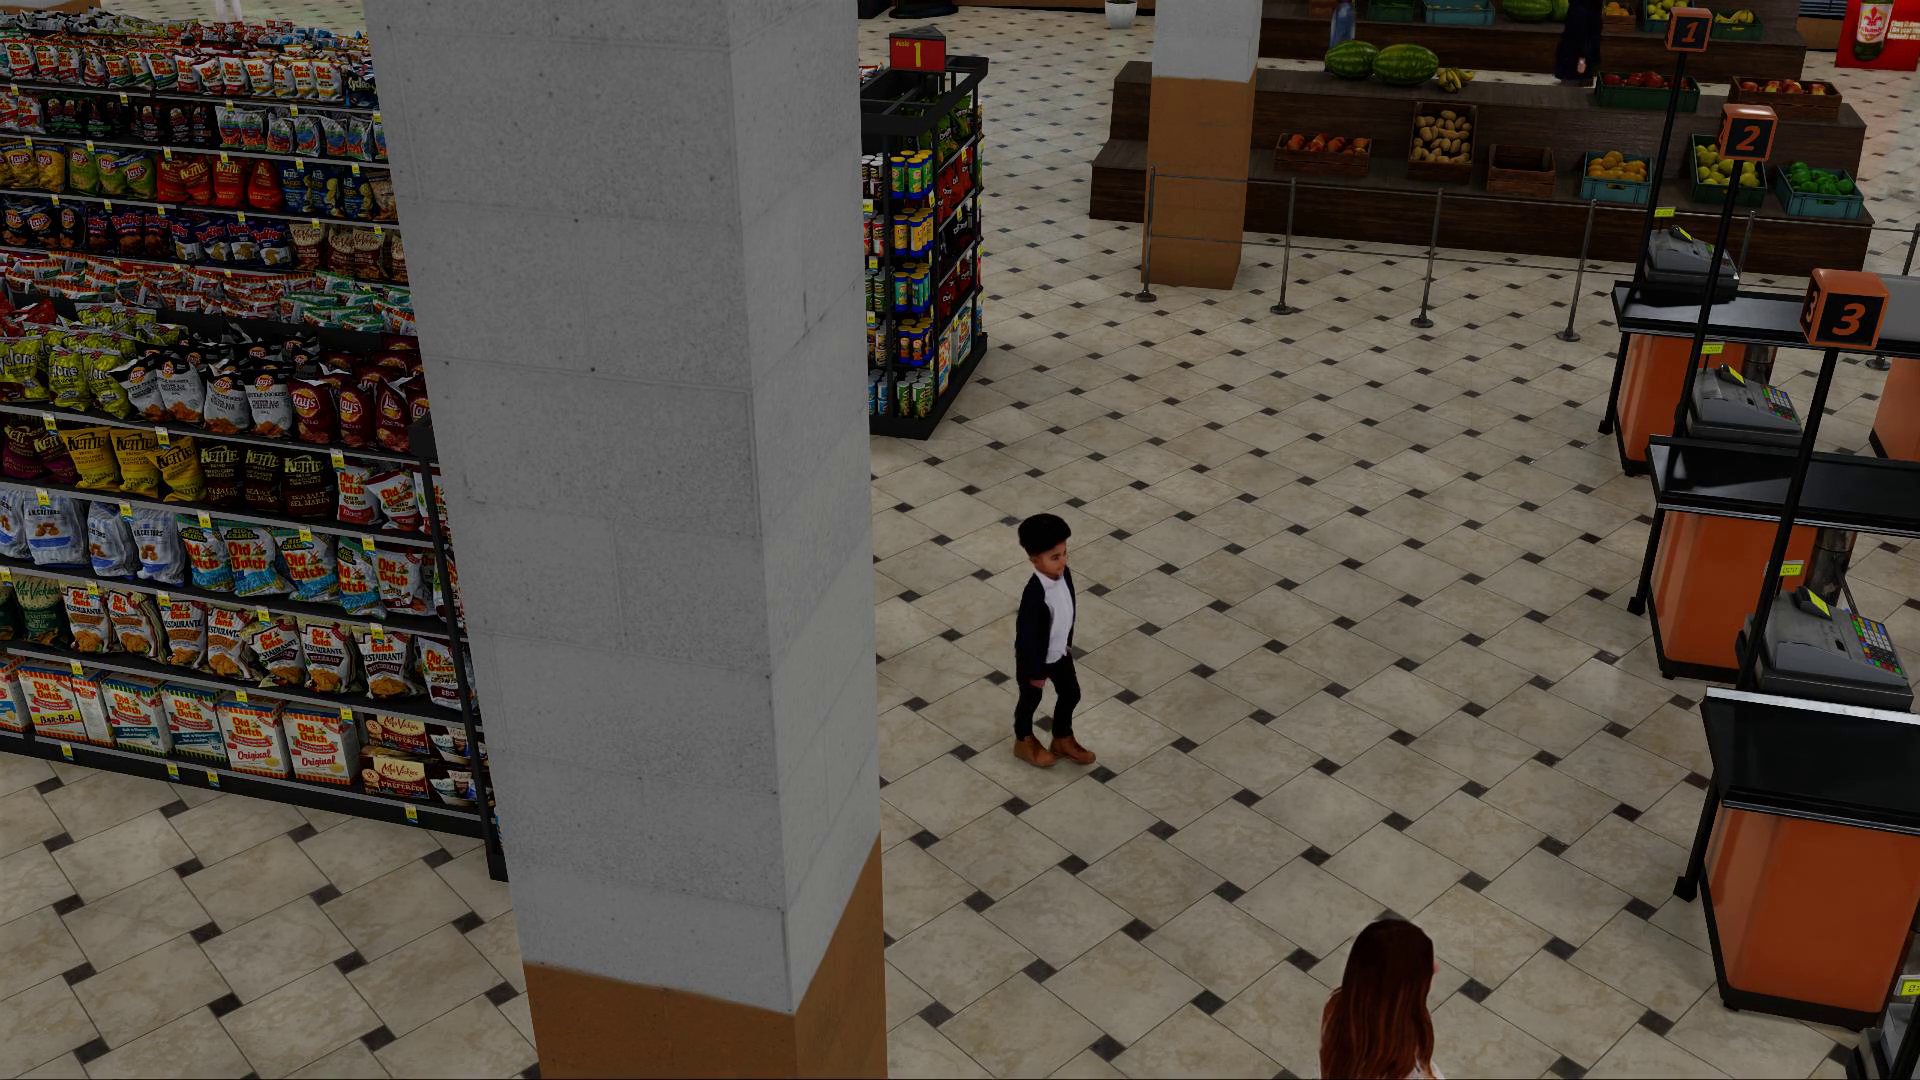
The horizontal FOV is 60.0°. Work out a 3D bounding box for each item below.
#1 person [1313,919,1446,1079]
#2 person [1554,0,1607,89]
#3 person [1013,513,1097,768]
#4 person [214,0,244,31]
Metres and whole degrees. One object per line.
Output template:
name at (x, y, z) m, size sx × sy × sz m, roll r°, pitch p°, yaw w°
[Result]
person at (1.024, 1.657, 4.274) m, size 0.666 × 1.729 × 0.653 m, roll -8°, pitch 30°, yaw -14°
person at (5.805, -4.641, 15.876) m, size 0.700 × 1.665 × 0.710 m, roll 12°, pitch 31°, yaw 20°
person at (0.309, 0.420, 7.075) m, size 0.669 × 1.216 × 0.611 m, roll 20°, pitch 34°, yaw 32°
person at (-9.092, -7.065, 20.310) m, size 0.676 × 1.671 × 0.683 m, roll 21°, pitch 35°, yaw 34°
